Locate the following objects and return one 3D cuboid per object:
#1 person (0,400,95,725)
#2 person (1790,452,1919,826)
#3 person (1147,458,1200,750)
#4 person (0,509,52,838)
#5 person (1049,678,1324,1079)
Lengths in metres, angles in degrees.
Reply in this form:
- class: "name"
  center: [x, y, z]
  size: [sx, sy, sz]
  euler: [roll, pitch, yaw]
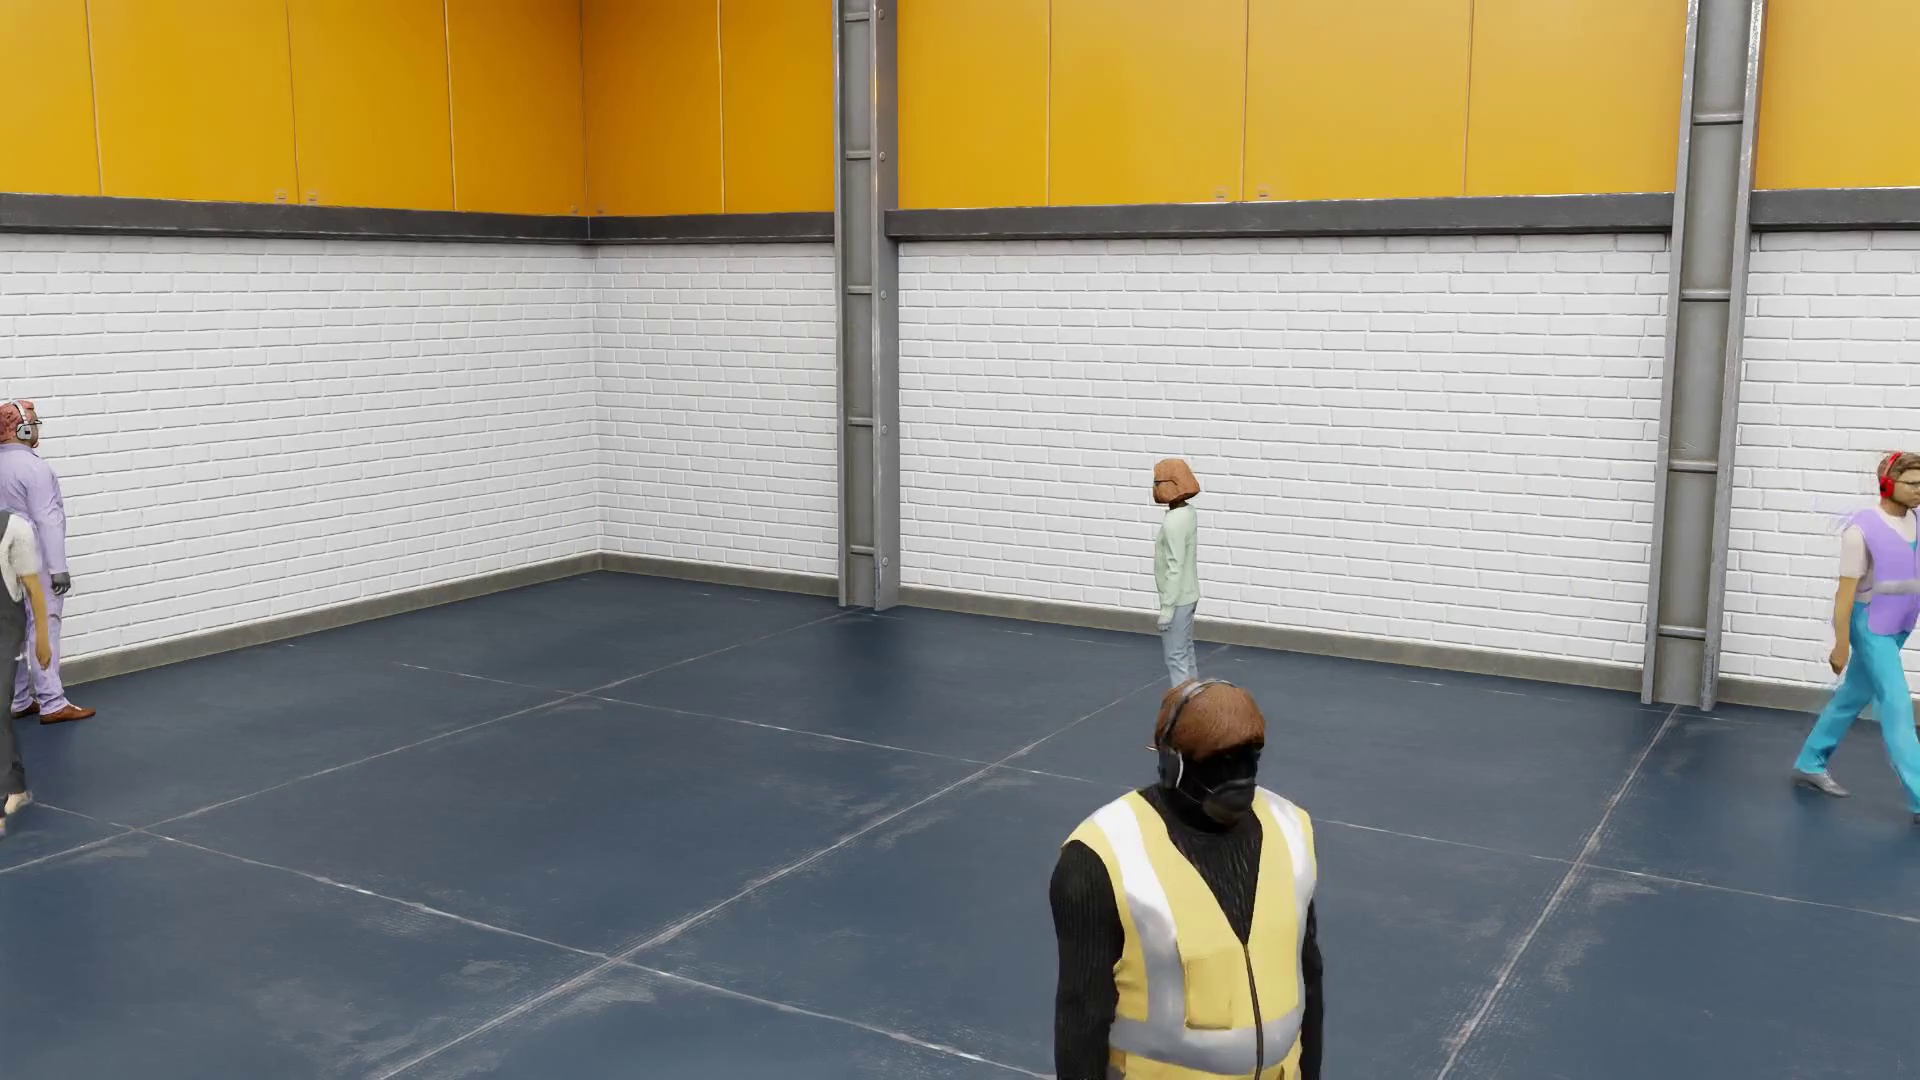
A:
- class: "person"
  center: [-5.479, 0.133, 9.808]
  size: [0.639, 1.910, 0.407]
  euler: [4, 10, 25]
- class: "person"
  center: [4.535, 0.459, 8.119]
  size: [0.591, 1.794, 0.969]
  euler: [-6, 11, -33]
- class: "person"
  center: [1.195, 0.358, 9.256]
  size: [0.268, 1.630, 0.507]
  euler: [3, 10, 18]
- class: "person"
  center: [-4.647, 0.500, 7.809]
  size: [0.517, 1.808, 0.871]
  euler: [0, 9, -1]
- class: "person"
  center: [0.504, 1.187, 3.483]
  size: [0.657, 1.838, 0.429]
  euler: [-5, 10, -26]
